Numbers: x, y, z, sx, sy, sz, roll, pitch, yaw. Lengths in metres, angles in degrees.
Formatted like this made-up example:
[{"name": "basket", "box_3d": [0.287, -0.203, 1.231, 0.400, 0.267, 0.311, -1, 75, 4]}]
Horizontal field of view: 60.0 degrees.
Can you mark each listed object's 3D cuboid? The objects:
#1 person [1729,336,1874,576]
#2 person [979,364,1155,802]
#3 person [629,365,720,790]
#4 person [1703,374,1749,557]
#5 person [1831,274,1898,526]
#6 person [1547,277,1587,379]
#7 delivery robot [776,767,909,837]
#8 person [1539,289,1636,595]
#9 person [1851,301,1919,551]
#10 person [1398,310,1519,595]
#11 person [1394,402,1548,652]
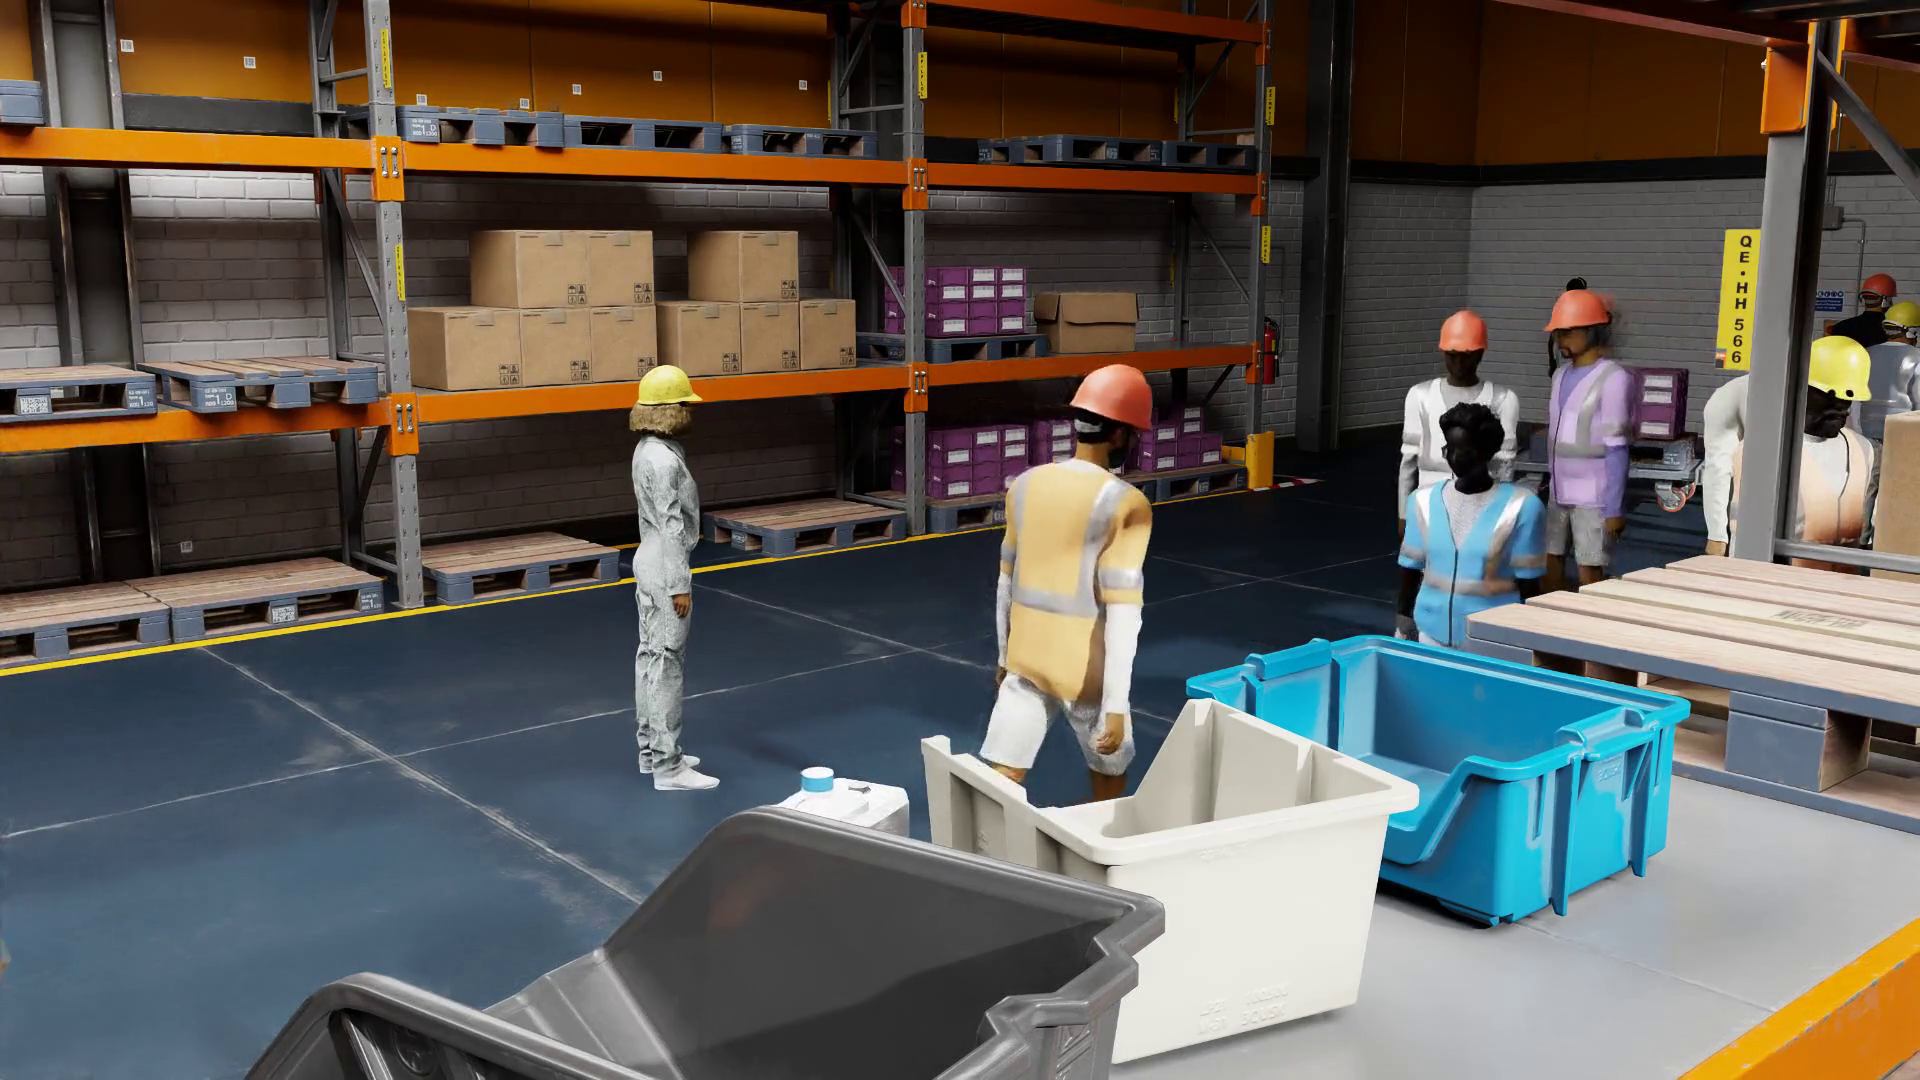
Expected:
[{"name": "person", "box_3d": [3.006, 0.232, 5.941, 0.585, 1.917, 0.382, -4, 11, -19]}, {"name": "person", "box_3d": [0.273, 0.401, 5.147, 0.628, 1.878, 0.977, 8, 13, 40]}, {"name": "person", "box_3d": [-1.194, 0.153, 6.865, 0.294, 1.744, 0.484, -4, 11, -21]}, {"name": "person", "box_3d": [3.593, -0.041, 7.406, 0.630, 1.940, 0.372, -2, 10, -13]}, {"name": "person", "box_3d": [7.230, -1.114, 13.258, 0.396, 1.992, 0.623, -8, 13, -40]}, {"name": "person", "box_3d": [6.585, -1.882, 17.910, 0.315, 1.870, 0.532, -8, 13, -39]}, {"name": "delivery robot", "box_3d": [-0.453, 0.974, 5.334, 0.477, 0.478, 0.707, 5, 11, 26]}, {"name": "person", "box_3d": [3.202, -0.246, 8.349, 0.822, 2.017, 0.609, -2, 10, -12]}, {"name": "person", "box_3d": [6.598, -0.765, 11.755, 0.404, 1.833, 0.587, -5, 11, -27]}, {"name": "person", "box_3d": [2.454, -0.174, 8.208, 0.556, 1.920, 0.694, 5, 11, 24]}, {"name": "person", "box_3d": [1.813, 0.341, 5.980, 0.545, 1.681, 0.371, 9, 14, 41]}]
